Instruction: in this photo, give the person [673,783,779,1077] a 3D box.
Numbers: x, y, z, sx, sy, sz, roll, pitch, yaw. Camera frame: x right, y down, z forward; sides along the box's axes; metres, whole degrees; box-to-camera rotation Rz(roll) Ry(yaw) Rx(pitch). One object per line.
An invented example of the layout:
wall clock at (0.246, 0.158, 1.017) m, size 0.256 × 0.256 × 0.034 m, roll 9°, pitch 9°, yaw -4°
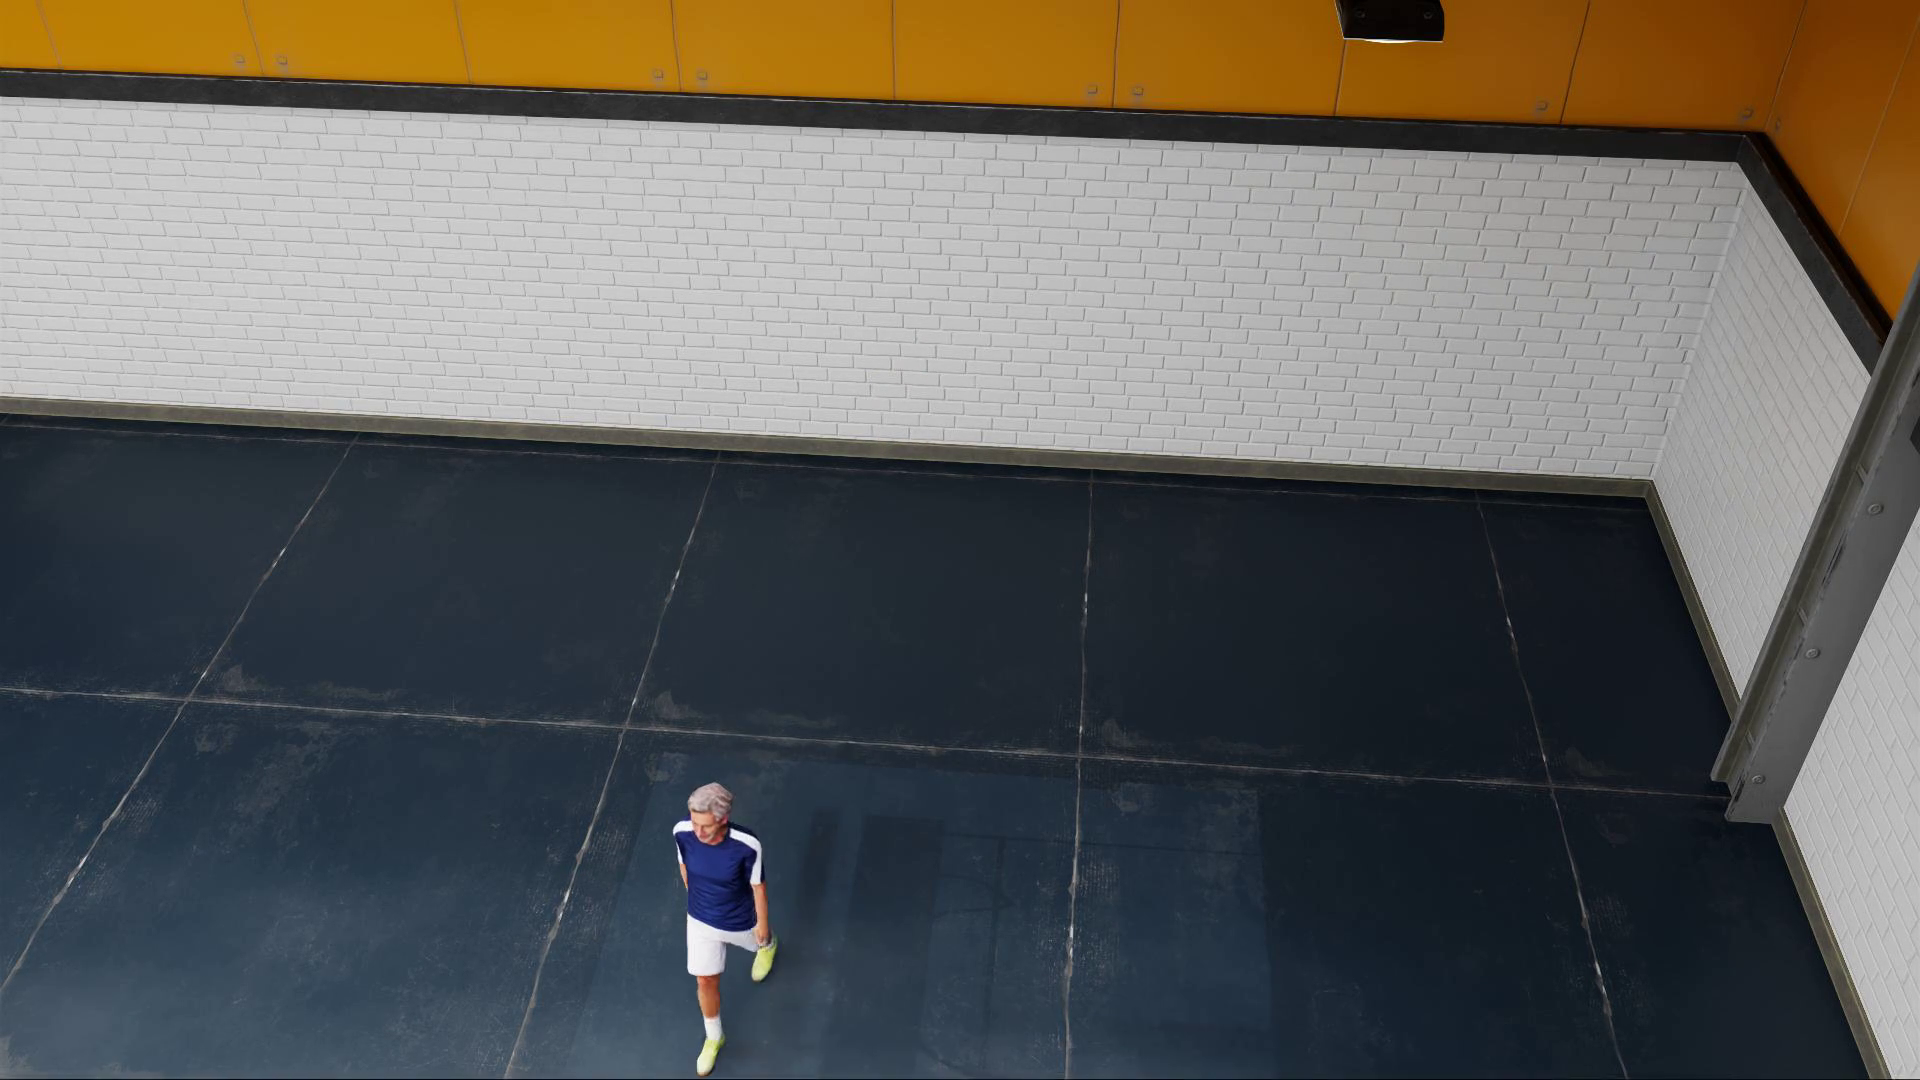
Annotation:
person at (-1.195, 1.883, 8.739) m, size 0.739 × 1.800 × 1.195 m, roll 8°, pitch 39°, yaw 10°
